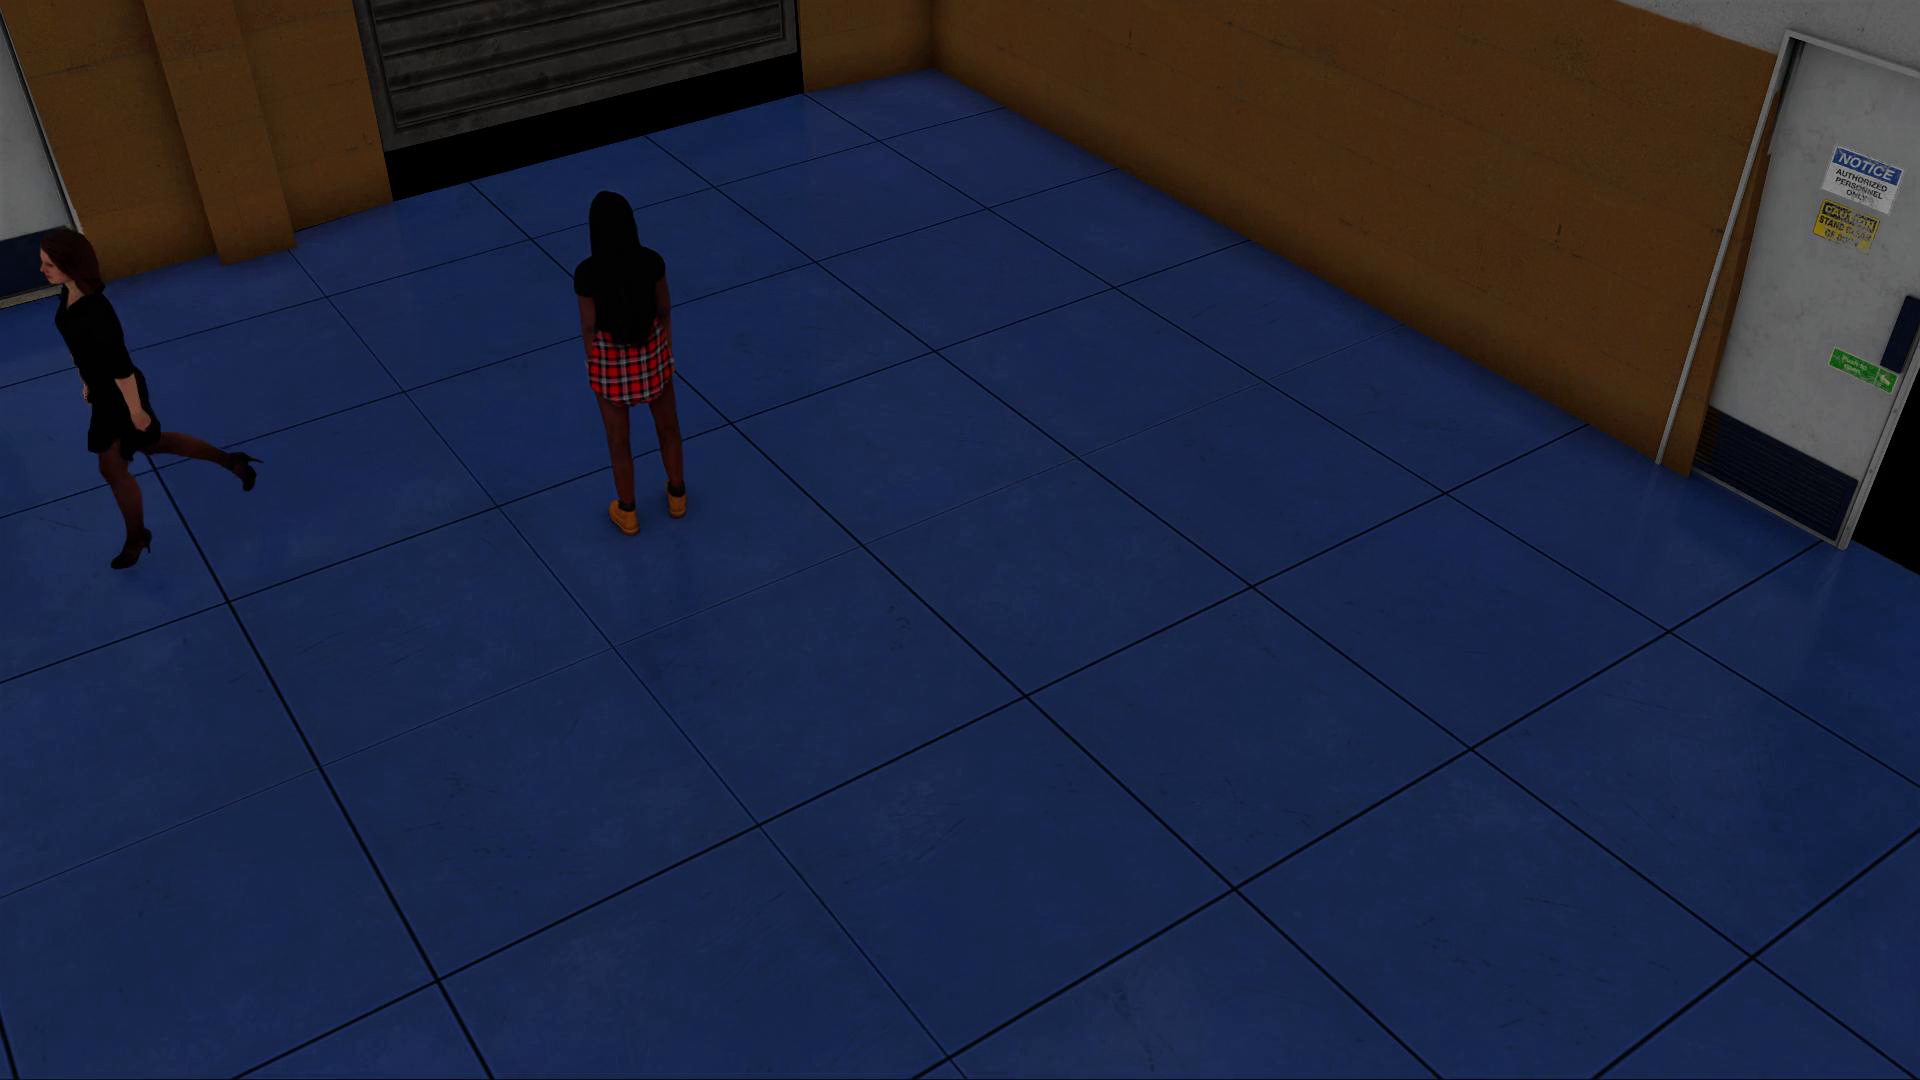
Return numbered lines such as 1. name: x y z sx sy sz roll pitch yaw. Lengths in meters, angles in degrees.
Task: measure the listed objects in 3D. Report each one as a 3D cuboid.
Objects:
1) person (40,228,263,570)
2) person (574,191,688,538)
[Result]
1. person: -3.773 -0.677 7.639 1.021 1.675 0.614 -25 44 -30
2. person: -1.538 -0.819 7.801 0.528 1.726 0.656 -21 42 -25
